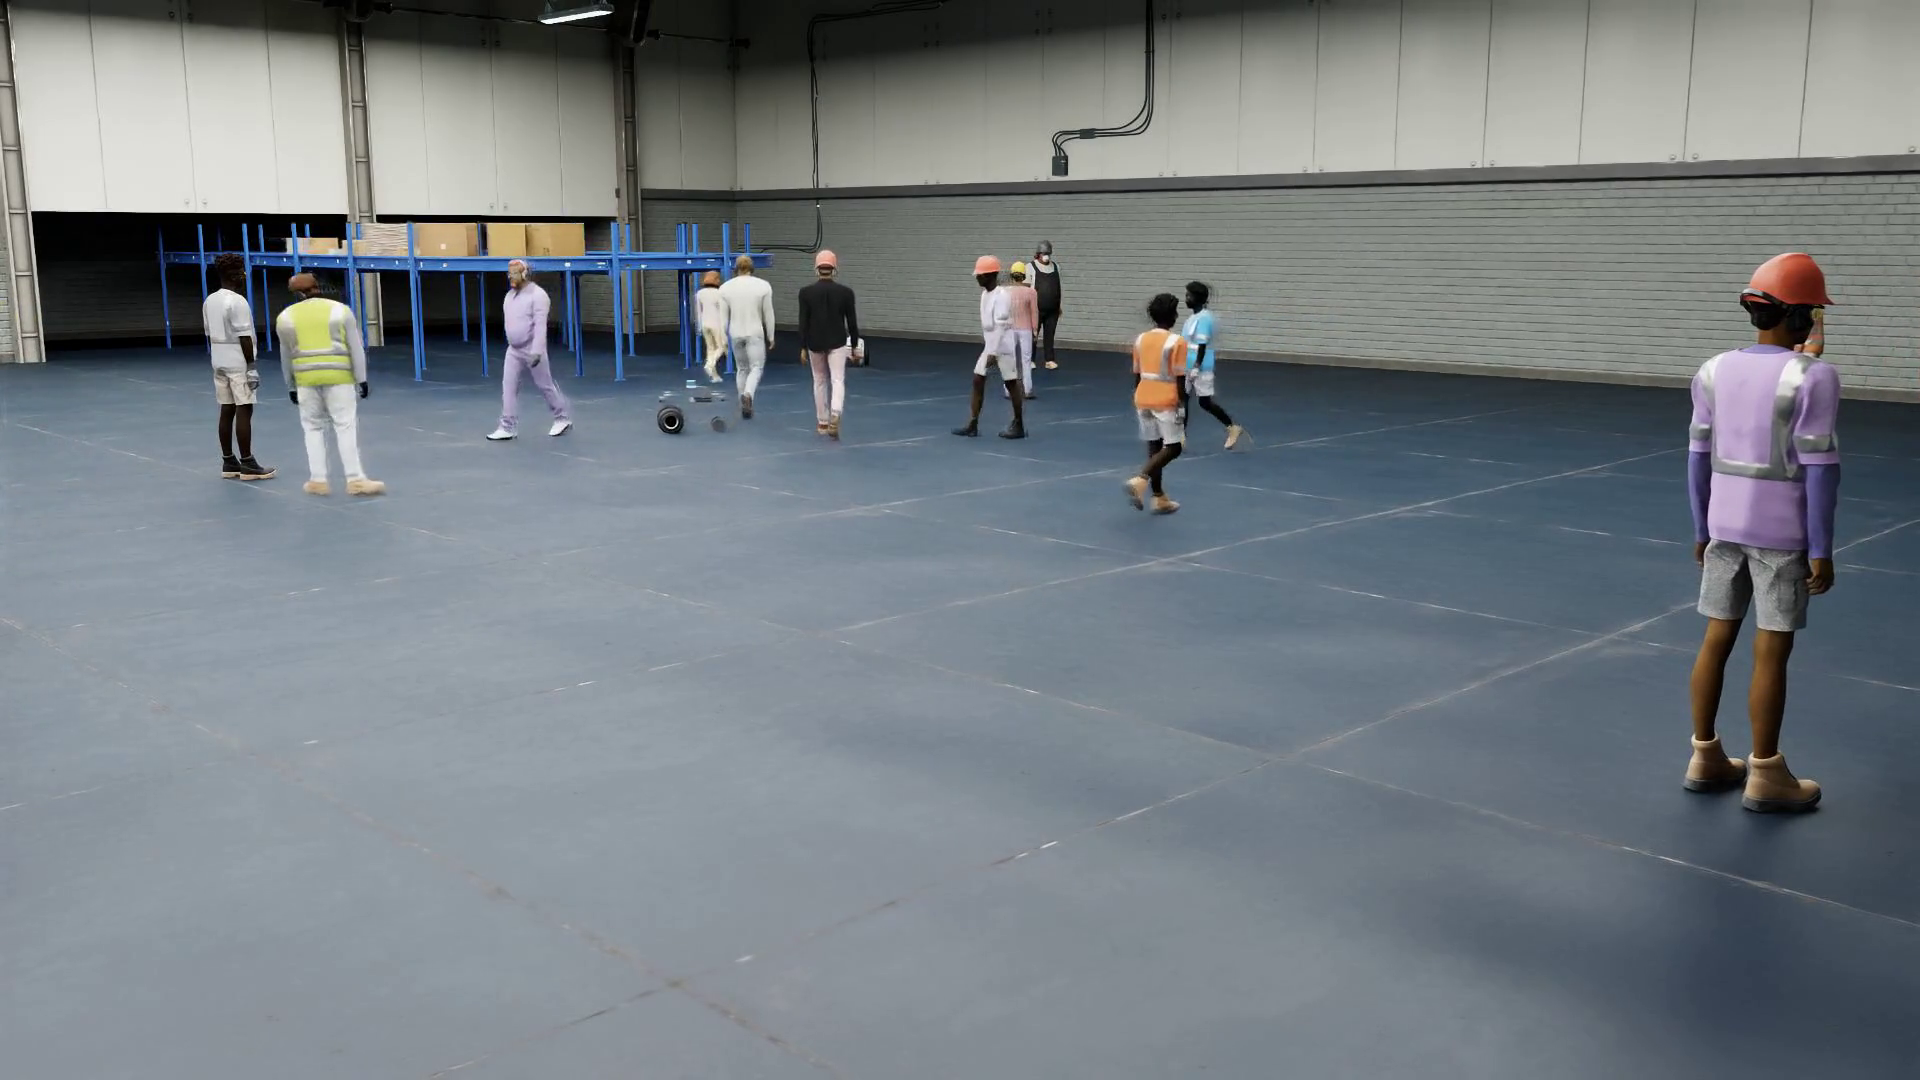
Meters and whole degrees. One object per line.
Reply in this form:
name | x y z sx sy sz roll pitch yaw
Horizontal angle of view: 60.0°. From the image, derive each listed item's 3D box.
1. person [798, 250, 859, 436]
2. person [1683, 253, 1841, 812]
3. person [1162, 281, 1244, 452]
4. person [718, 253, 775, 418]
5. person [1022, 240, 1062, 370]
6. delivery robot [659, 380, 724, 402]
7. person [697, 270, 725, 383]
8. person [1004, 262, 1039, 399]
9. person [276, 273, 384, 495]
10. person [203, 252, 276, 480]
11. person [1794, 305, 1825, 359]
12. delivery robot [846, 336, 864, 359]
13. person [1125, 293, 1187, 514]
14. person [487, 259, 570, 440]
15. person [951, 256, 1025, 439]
person | -1.387 -2.074 17.557 0.630 1.964 0.908 -1 10 -5
person | 2.997 -0.033 6.199 0.382 2.045 0.605 -5 11 -24
person | 2.366 -1.688 16.224 0.761 1.673 0.531 -3 11 -14
person | -2.466 -2.336 19.126 0.634 1.915 0.818 1 10 8
person | 1.338 -3.706 26.354 0.688 2.000 0.536 -4 11 -23
delivery robot | -2.922 -1.622 18.076 0.698 0.223 0.335 -2 11 -11
person | -3.568 -3.058 23.859 0.501 1.617 0.489 5 11 25
person | 0.760 -2.710 21.546 0.525 1.772 0.305 2 11 12
person | -5.178 -1.286 13.719 0.776 1.810 0.433 -2 11 -9
person | -6.321 -1.520 14.518 0.602 1.966 0.368 8 13 36
person | 9.355 -2.041 18.298 0.397 1.630 0.622 8 13 37
delivery robot | -1.734 -3.150 27.118 0.477 0.478 0.707 -1 10 -2
person | 1.466 -1.021 12.545 0.558 1.682 0.547 -8 13 -37
person | -4.514 -1.998 17.421 0.646 1.867 0.975 6 12 31
person | 0.301 -1.986 17.266 0.899 1.887 0.551 -6 12 -28
